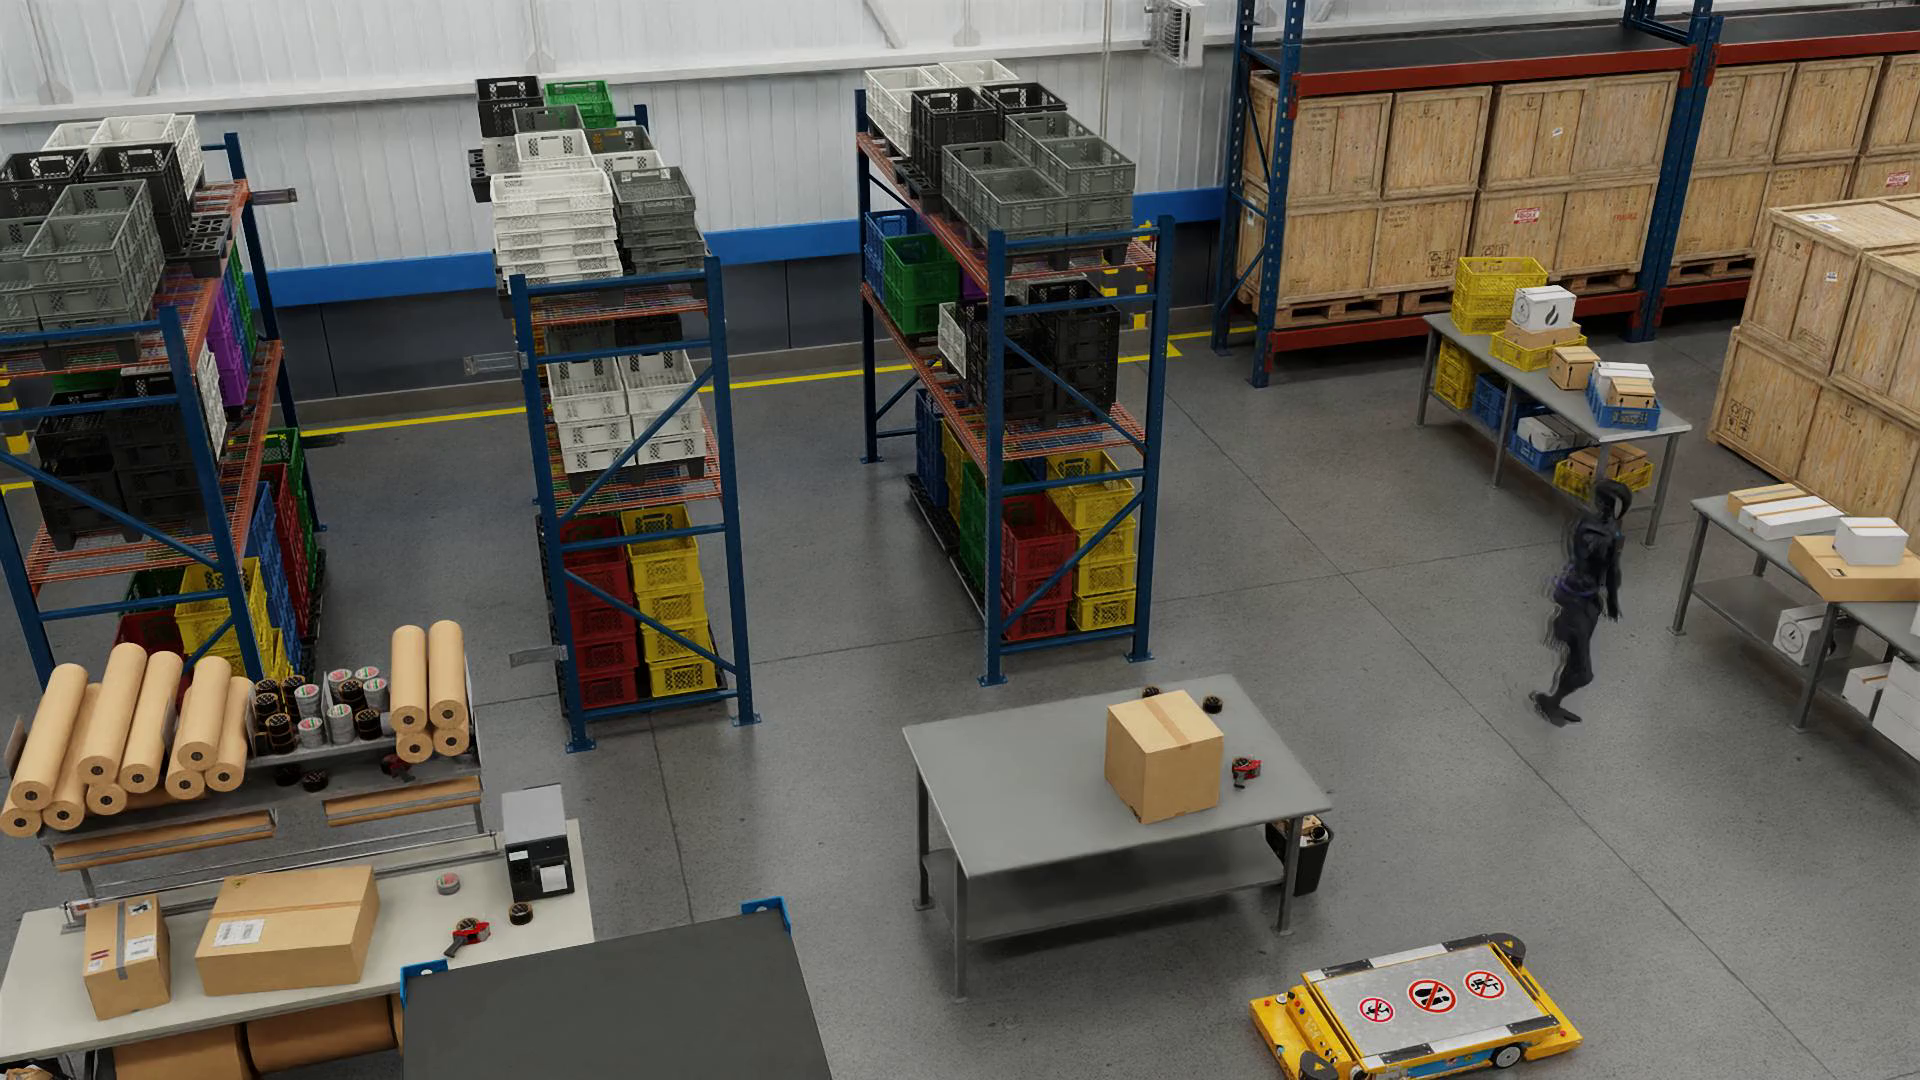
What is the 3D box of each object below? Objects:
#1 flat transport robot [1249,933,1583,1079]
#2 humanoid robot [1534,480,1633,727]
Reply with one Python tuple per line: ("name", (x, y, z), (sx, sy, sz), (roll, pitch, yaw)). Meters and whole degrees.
("flat transport robot", (2.184, 2.282, 7.980), (1.431, 0.197, 0.652), (-8, 30, -14))
("humanoid robot", (3.758, 0.405, 9.959), (0.392, 1.656, 0.588), (22, 35, 34))
